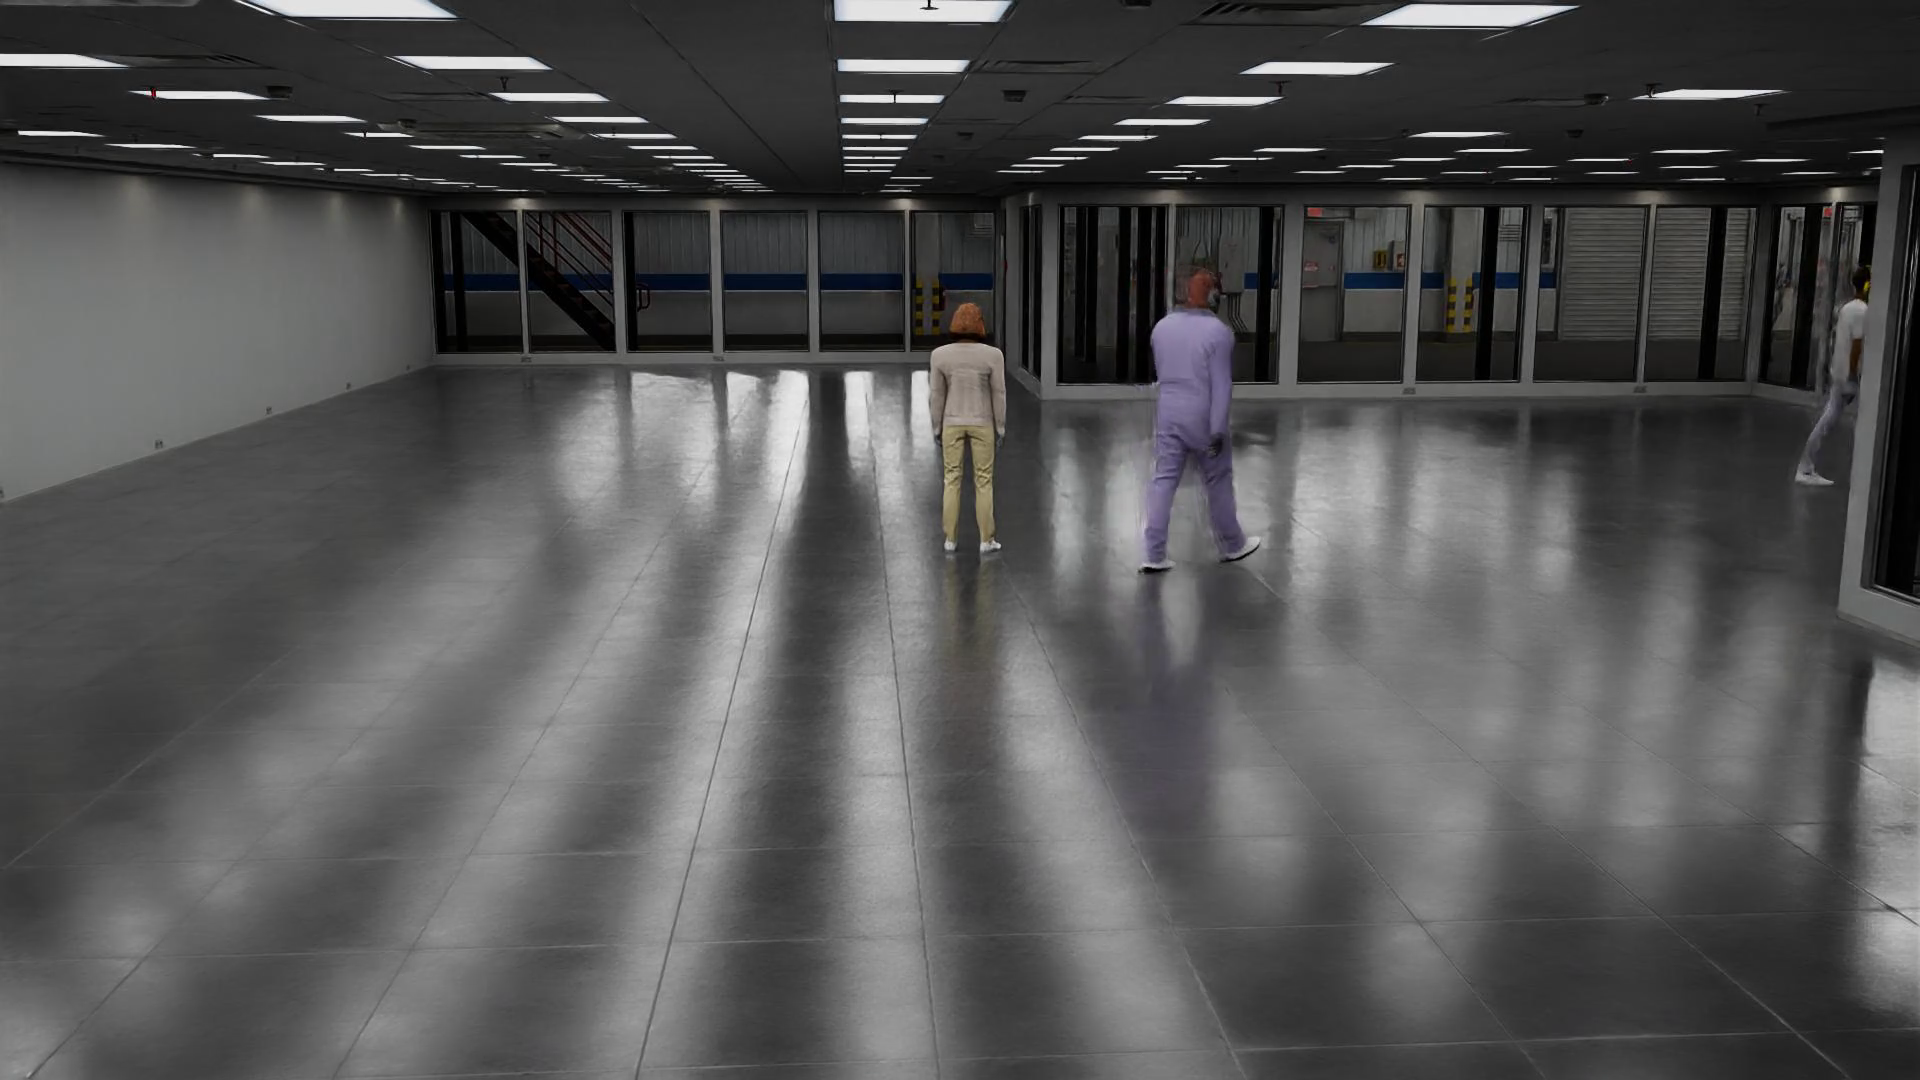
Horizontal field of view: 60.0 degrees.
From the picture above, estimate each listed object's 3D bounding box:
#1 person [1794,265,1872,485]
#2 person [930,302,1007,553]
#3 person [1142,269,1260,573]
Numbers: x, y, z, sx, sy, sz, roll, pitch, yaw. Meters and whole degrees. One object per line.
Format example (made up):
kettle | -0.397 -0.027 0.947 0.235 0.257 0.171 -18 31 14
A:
person | 7.373 -1.329 13.592 0.961 1.816 0.551 2 11 9
person | 0.057 -0.723 10.824 0.500 1.633 0.281 2 11 10
person | 1.485 -0.739 10.322 0.641 1.853 0.979 10 14 42
